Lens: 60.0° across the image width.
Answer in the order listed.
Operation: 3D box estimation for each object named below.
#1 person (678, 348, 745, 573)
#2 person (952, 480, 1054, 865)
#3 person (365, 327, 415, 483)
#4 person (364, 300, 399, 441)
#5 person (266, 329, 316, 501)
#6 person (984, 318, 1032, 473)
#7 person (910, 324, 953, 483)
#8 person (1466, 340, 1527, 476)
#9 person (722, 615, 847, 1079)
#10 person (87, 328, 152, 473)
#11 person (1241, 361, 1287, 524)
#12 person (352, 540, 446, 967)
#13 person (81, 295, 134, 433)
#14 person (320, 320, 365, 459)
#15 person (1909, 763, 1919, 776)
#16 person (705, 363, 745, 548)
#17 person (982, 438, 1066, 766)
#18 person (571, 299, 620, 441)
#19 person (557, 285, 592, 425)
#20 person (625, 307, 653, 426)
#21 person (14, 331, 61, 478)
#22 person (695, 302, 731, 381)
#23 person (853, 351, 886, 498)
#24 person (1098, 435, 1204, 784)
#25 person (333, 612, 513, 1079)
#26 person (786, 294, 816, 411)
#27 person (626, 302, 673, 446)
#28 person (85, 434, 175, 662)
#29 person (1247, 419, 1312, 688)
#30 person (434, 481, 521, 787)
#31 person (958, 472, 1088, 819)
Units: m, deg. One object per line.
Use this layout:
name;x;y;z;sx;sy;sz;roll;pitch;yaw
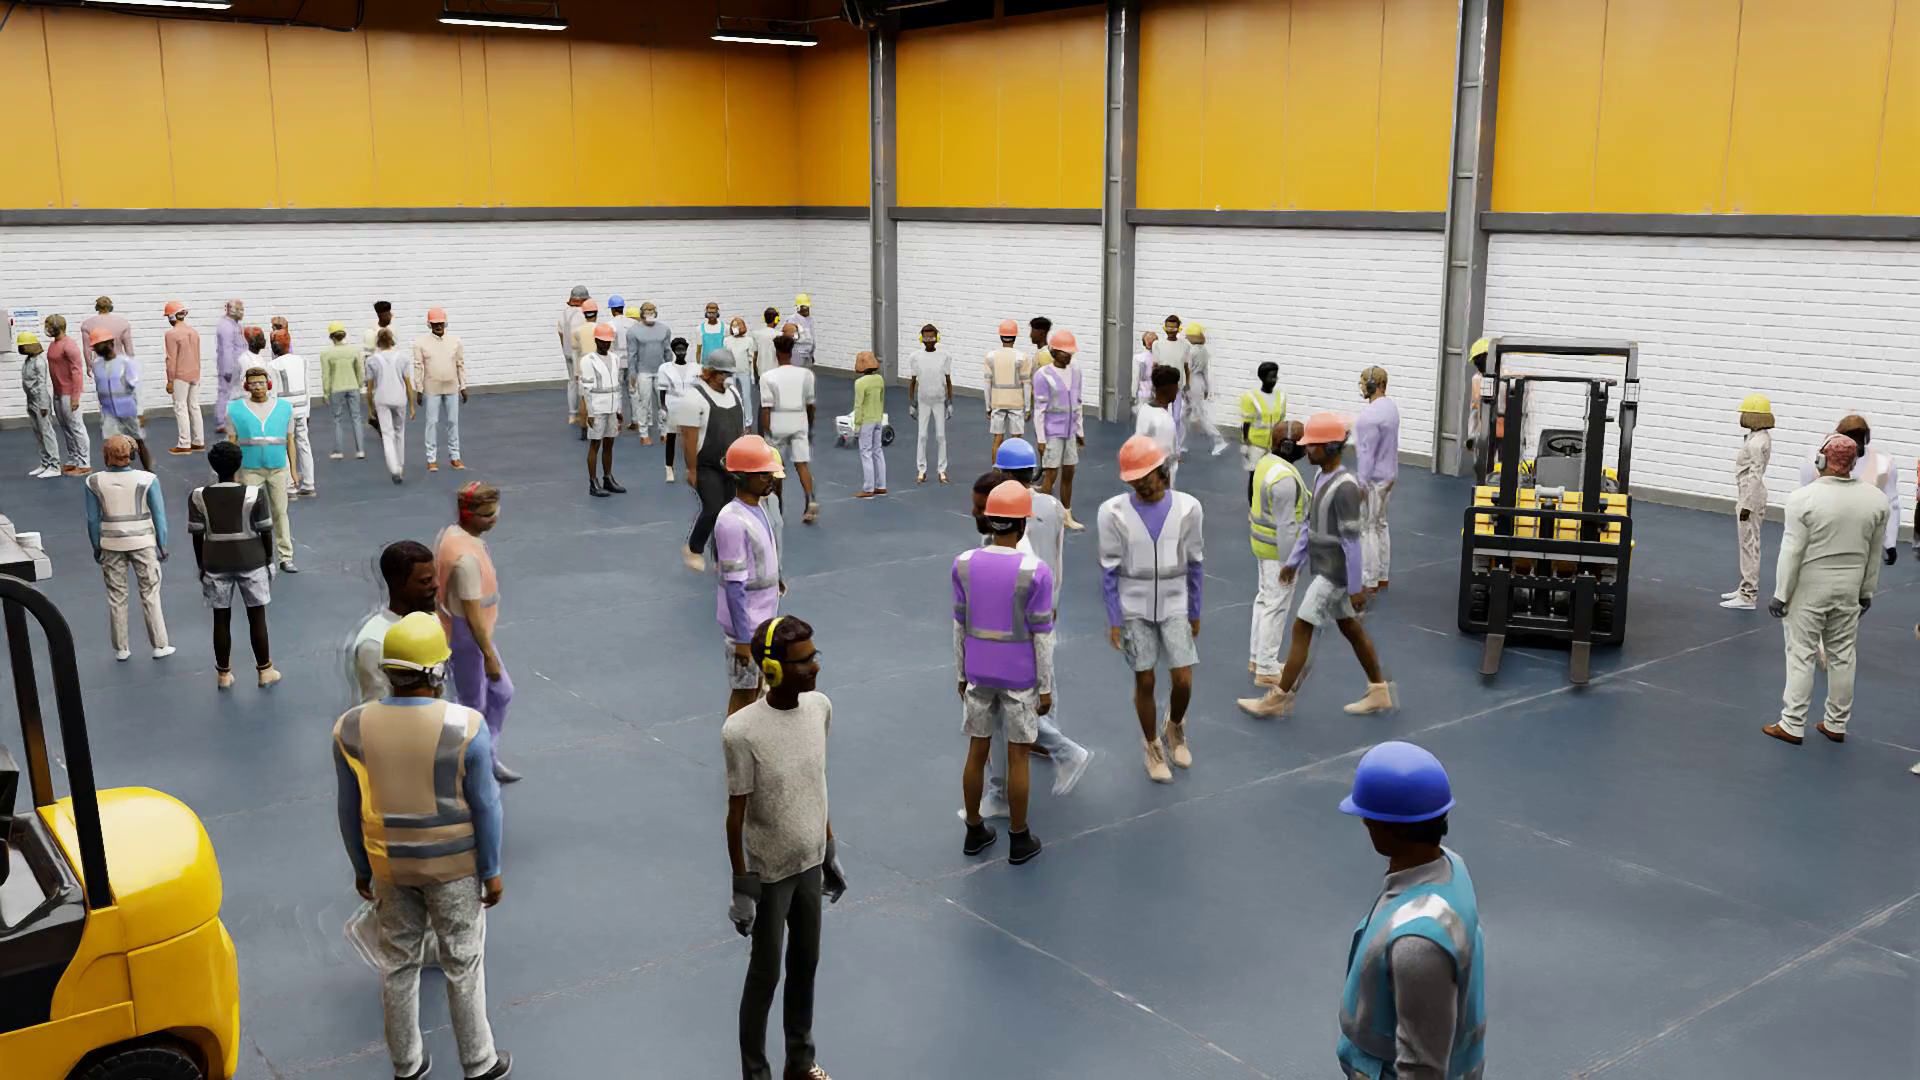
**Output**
person;-2.100;-0.684;14.540;0.538;2.000;0.697;9;15;36
person;0.225;0.660;8.324;0.544;1.930;0.389;6;13;27
person;-6.662;-1.583;19.487;0.520;1.803;0.957;-5;13;-23
person;-7.904;-2.310;22.661;0.651;1.934;0.639;4;12;19
person;-7.358;-1.369;18.245;0.358;1.880;0.576;5;13;23
person;0.551;-1.544;18.930;0.552;1.942;0.343;4;12;16
person;-0.333;-1.585;19.339;0.510;1.861;0.324;0;12;-1
person;5.467;-1.083;16.889;0.382;1.877;0.740;-8;14;-32
person;-0.610;1.179;5.950;0.315;1.873;0.532;10;15;39
person;-9.308;-1.416;18.462;0.649;1.874;0.992;0;12;0
person;3.055;-0.978;16.828;0.542;1.688;0.390;-4;12;-20
person;-2.306;0.934;7.035;0.440;1.908;0.613;1;12;5
person;-11.920;-2.451;23.319;0.635;1.938;0.359;-6;13;-27
person;-7.823;-1.897;21.084;0.528;1.769;0.324;-9;15;-38
person;5.732;0.532;9.381;0.620;1.732;0.545;-4;13;-21
person;-2.249;-0.840;15.845;0.403;1.817;0.605;-1;12;-5
person;0.345;0.372;9.695;0.610;1.939;0.417;-10;16;-41
person;-4.954;-2.305;22.645;0.635;1.922;0.410;0;12;0
person;-5.493;-2.697;24.259;0.689;2.000;0.538;10;15;39
person;-4.673;-2.492;24.020;0.326;1.736;0.486;3;12;16
person;-10.980;-1.612;19.760;0.485;1.737;0.320;10;16;41
person;-3.488;-2.452;23.588;0.501;1.839;0.347;-1;12;-6
person;-1.005;-1.278;18.416;0.276;1.627;0.498;7;14;32
person;1.078;0.400;9.378;0.611;2.007;0.415;-1;12;-3
person;-1.958;1.165;6.111;0.591;1.833;0.404;1;12;4
person;-2.416;-2.868;25.590;0.403;1.830;0.600;6;13;26
person;-4.143;-2.223;22.262;0.635;1.927;0.372;-7;14;-31
person;-5.953;0.060;11.919;0.517;1.639;0.314;-2;12;-11
person;2.195;0.088;11.322;0.429;1.833;0.624;0;12;0
person;-2.623;0.555;9.113;0.557;1.804;0.653;-4;12;-18
person;0.343;0.568;8.847;0.652;1.897;0.599;-1;12;-3
